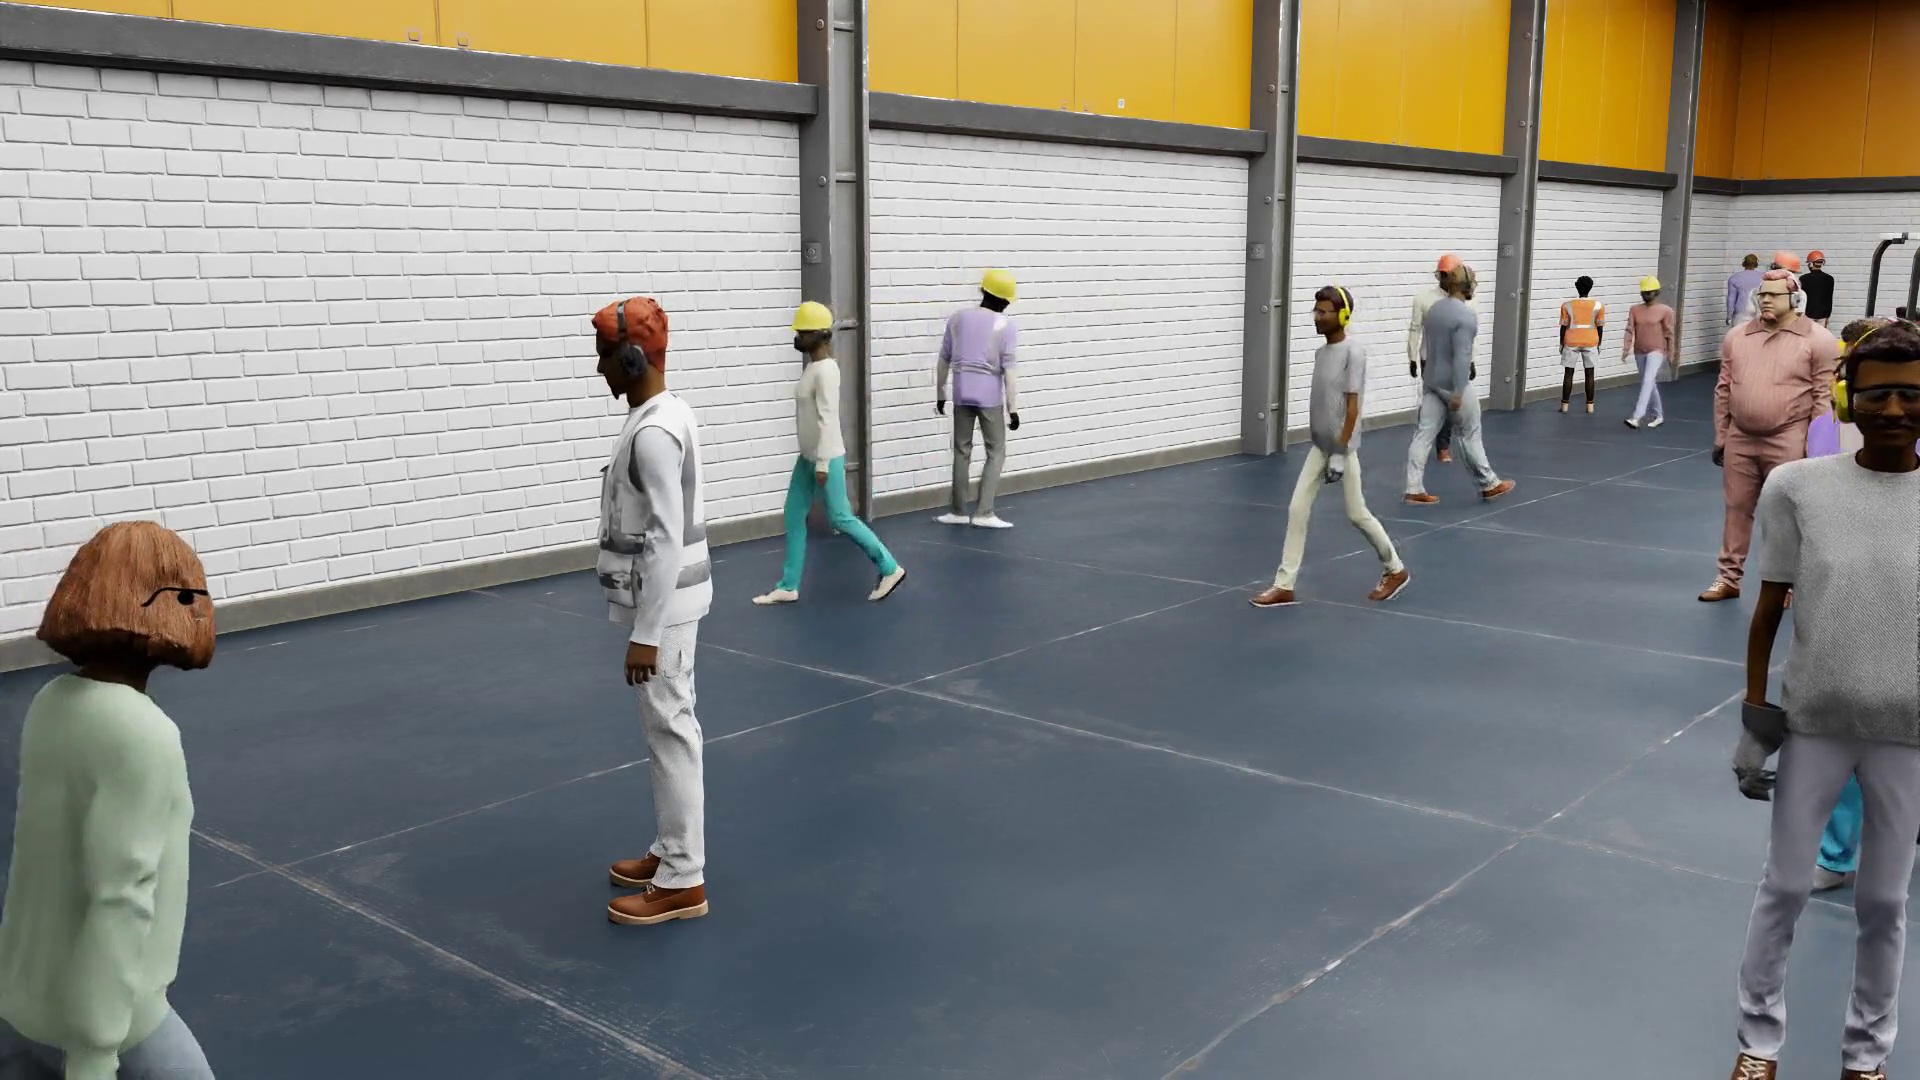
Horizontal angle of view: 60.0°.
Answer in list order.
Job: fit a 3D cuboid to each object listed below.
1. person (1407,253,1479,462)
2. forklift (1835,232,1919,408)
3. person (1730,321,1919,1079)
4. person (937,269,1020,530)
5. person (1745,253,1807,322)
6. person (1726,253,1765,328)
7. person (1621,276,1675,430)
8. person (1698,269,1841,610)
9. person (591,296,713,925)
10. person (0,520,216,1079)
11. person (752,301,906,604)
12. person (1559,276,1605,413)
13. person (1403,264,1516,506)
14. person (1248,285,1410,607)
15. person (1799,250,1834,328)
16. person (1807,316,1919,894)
[{"bbox_3d":[4.577,-1.716,15.761,0.622,1.980,0.443,0,10,2],"label":"person"},{"bbox_3d":[9.955,-1.972,16.595,2.313,2.155,1.214,1,10,8],"label":"forklift"},{"bbox_3d":[2.045,0.442,3.774,0.514,1.871,0.327,4,11,21],"label":"person"},{"bbox_3d":[0.104,-1.012,12.065,0.715,1.880,0.352,4,11,22],"label":"person"},{"bbox_3d":[8.700,-2.069,17.776,1.061,1.980,0.618,-8,13,-38],"label":"person"},{"bbox_3d":[12.485,-3.566,26.395,0.627,1.941,0.371,3,11,18],"label":"person"},{"bbox_3d":[7.712,-2.090,18.653,0.950,1.711,0.510,-7,12,-34],"label":"person"},{"bbox_3d":[4.538,-0.557,9.357,0.399,1.909,0.642,-8,13,-40],"label":"person"},{"bbox_3d":[-0.927,0.213,5.030,0.354,1.887,0.573,-1,10,-7],"label":"person"},{"bbox_3d":[-1.376,0.764,2.727,0.510,1.574,0.790,8,13,37],"label":"person"},{"bbox_3d":[-0.733,-0.487,9.452,0.843,1.736,0.529,-3,10,-16],"label":"person"},{"bbox_3d":[7.642,-2.400,20.475,0.532,1.691,0.322,3,10,17],"label":"person"},{"bbox_3d":[3.956,-1.210,13.114,1.005,1.887,0.632,-4,11,-20],"label":"person"},{"bbox_3d":[2.156,-0.528,9.432,0.980,1.831,0.520,-4,11,-22],"label":"person"},{"bbox_3d":[13.148,-3.461,25.669,0.613,1.988,0.402,-2,10,-12],"label":"person"},{"bbox_3d":[2.929,0.206,5.270,0.692,1.827,0.573,-2,10,-14],"label":"person"}]
